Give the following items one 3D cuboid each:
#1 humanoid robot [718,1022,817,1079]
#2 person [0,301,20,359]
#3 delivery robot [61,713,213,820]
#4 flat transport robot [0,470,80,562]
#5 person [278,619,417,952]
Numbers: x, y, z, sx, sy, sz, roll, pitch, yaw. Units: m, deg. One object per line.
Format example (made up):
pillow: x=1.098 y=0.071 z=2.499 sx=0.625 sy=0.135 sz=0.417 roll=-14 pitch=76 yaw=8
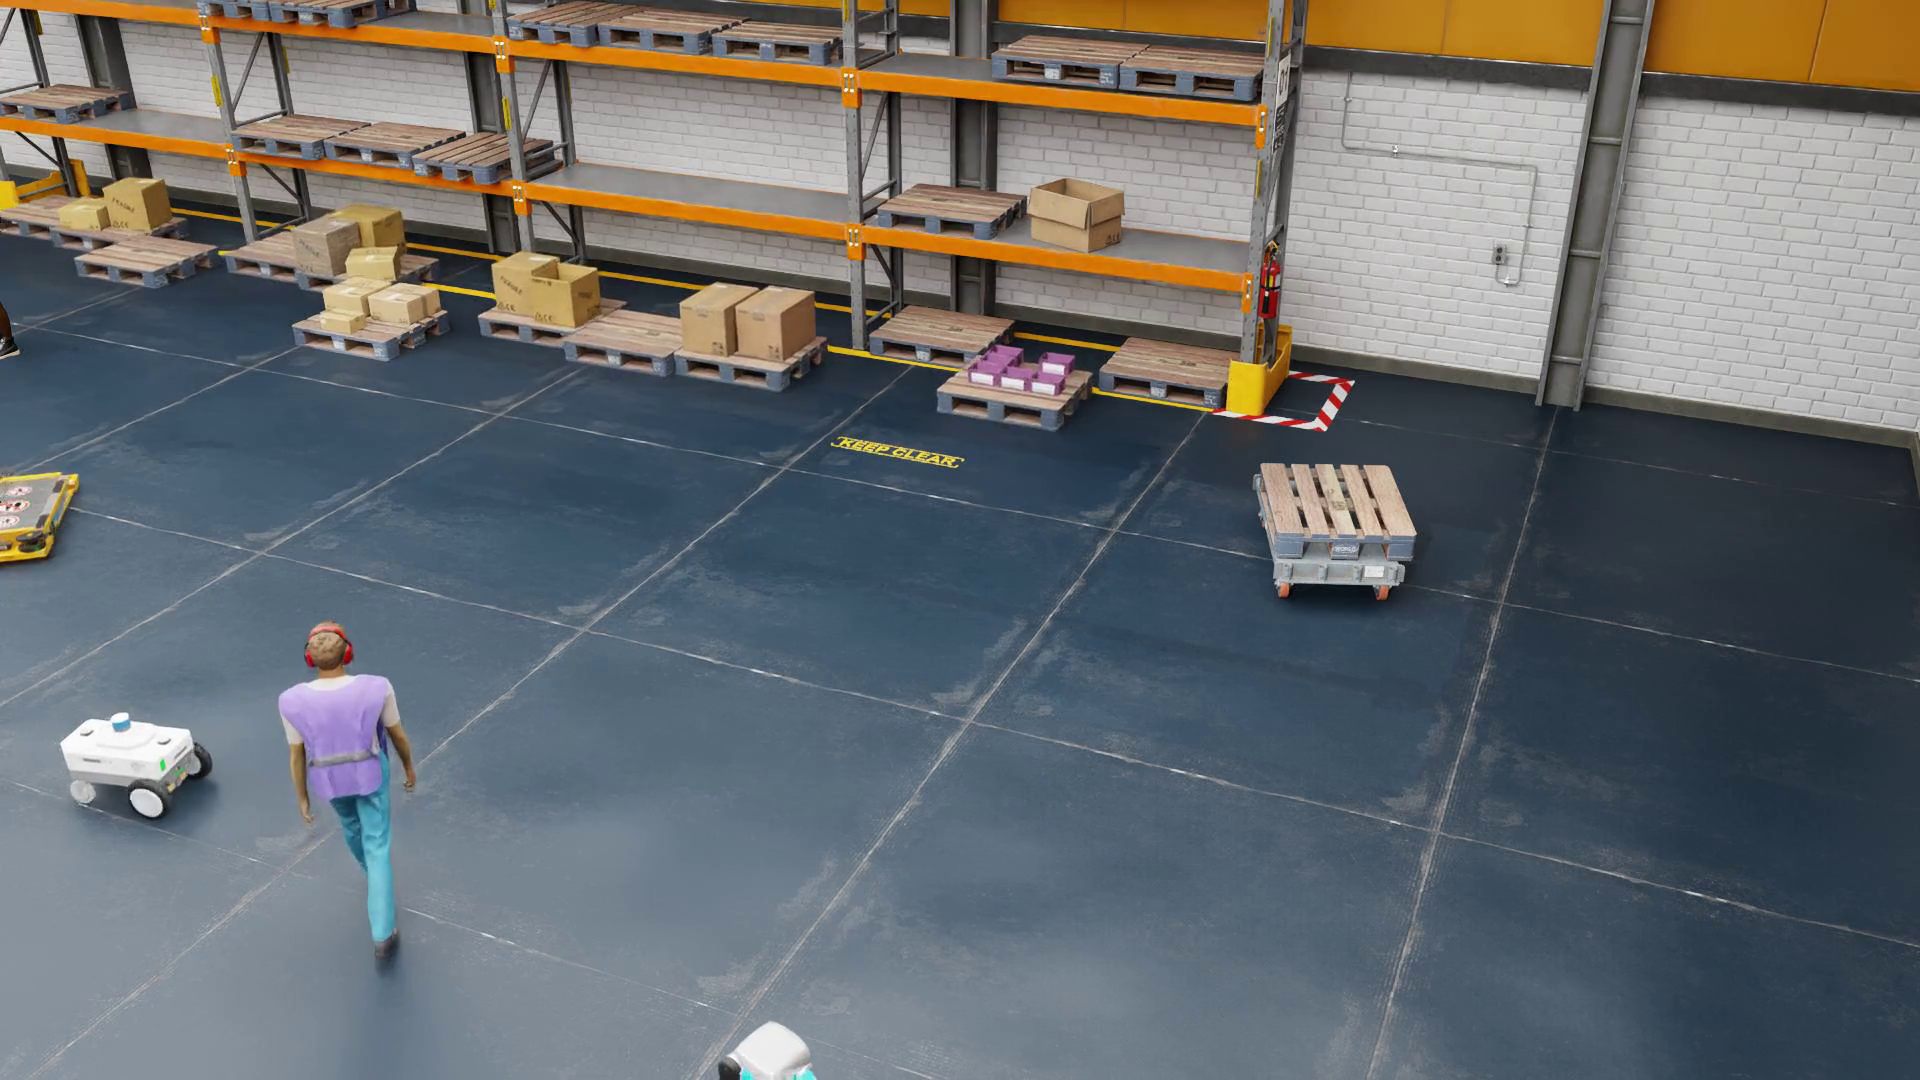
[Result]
humanoid robot: x=-0.749 y=2.642 z=6.198 sx=0.554 sy=1.769 sz=0.838 roll=17 pitch=32 yaw=30
person: x=-9.728 y=-2.755 z=16.424 sx=0.364 sy=1.962 sz=0.610 roll=-20 pitch=33 yaw=-33
delivery robot: x=-5.014 y=1.317 z=10.051 sx=0.756 sy=0.580 sz=0.499 roll=5 pitch=28 yaw=9
flat transport robot: x=-7.553 y=-0.205 z=13.329 sx=0.659 sy=0.231 sz=1.431 roll=-7 pitch=28 yaw=-14
person: x=-3.202 y=1.274 z=8.790 sx=0.581 sy=1.803 sz=0.949 roll=-6 pitch=28 yaw=-11
